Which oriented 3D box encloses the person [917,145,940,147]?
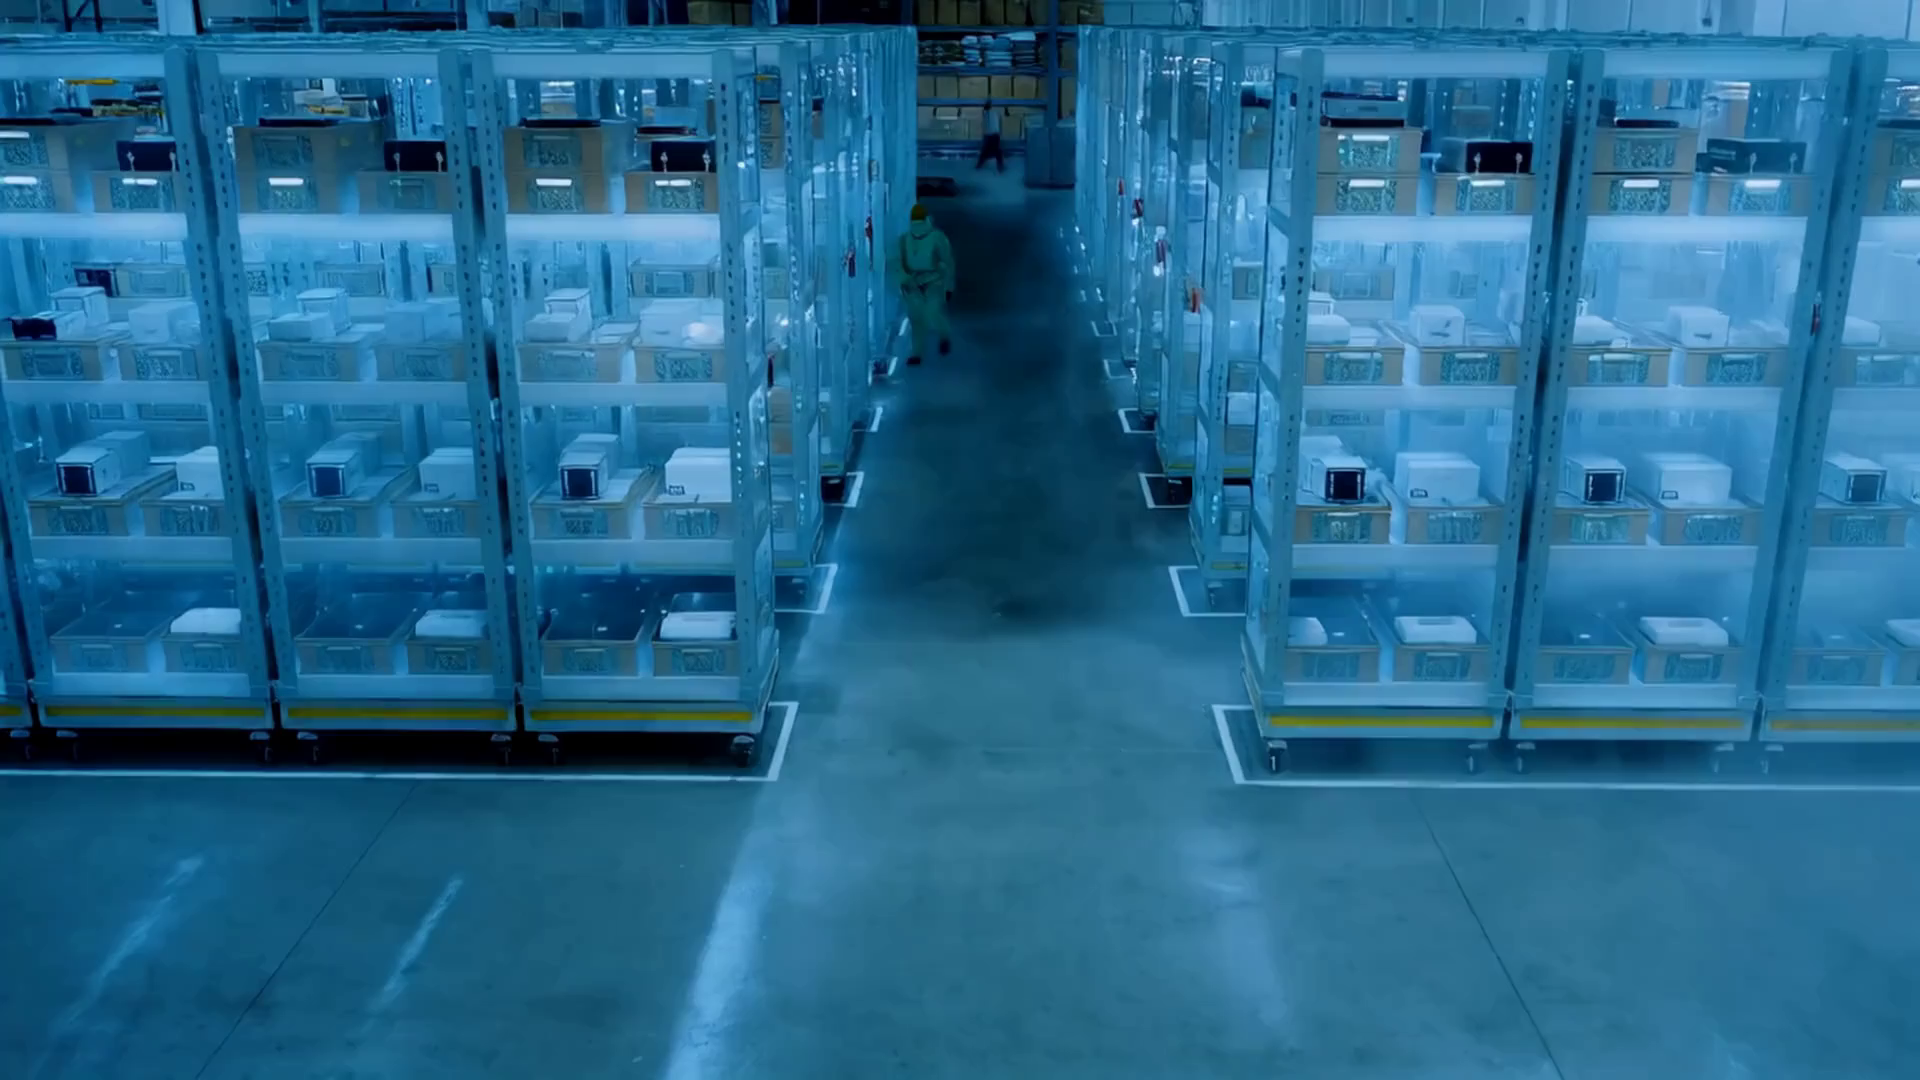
[{"bbox_3d":[-1.043,-12.717,49.761,0.937,1.905,0.639,-3,18,-8],"label":"person"}]

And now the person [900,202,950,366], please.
[{"bbox_3d":[-0.358,-2.858,18.508,0.607,1.810,0.647,7,19,21],"label":"person"}]

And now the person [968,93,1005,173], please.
[{"bbox_3d":[0.724,-10.125,41.443,1.009,1.936,0.647,-9,20,-27],"label":"person"}]
